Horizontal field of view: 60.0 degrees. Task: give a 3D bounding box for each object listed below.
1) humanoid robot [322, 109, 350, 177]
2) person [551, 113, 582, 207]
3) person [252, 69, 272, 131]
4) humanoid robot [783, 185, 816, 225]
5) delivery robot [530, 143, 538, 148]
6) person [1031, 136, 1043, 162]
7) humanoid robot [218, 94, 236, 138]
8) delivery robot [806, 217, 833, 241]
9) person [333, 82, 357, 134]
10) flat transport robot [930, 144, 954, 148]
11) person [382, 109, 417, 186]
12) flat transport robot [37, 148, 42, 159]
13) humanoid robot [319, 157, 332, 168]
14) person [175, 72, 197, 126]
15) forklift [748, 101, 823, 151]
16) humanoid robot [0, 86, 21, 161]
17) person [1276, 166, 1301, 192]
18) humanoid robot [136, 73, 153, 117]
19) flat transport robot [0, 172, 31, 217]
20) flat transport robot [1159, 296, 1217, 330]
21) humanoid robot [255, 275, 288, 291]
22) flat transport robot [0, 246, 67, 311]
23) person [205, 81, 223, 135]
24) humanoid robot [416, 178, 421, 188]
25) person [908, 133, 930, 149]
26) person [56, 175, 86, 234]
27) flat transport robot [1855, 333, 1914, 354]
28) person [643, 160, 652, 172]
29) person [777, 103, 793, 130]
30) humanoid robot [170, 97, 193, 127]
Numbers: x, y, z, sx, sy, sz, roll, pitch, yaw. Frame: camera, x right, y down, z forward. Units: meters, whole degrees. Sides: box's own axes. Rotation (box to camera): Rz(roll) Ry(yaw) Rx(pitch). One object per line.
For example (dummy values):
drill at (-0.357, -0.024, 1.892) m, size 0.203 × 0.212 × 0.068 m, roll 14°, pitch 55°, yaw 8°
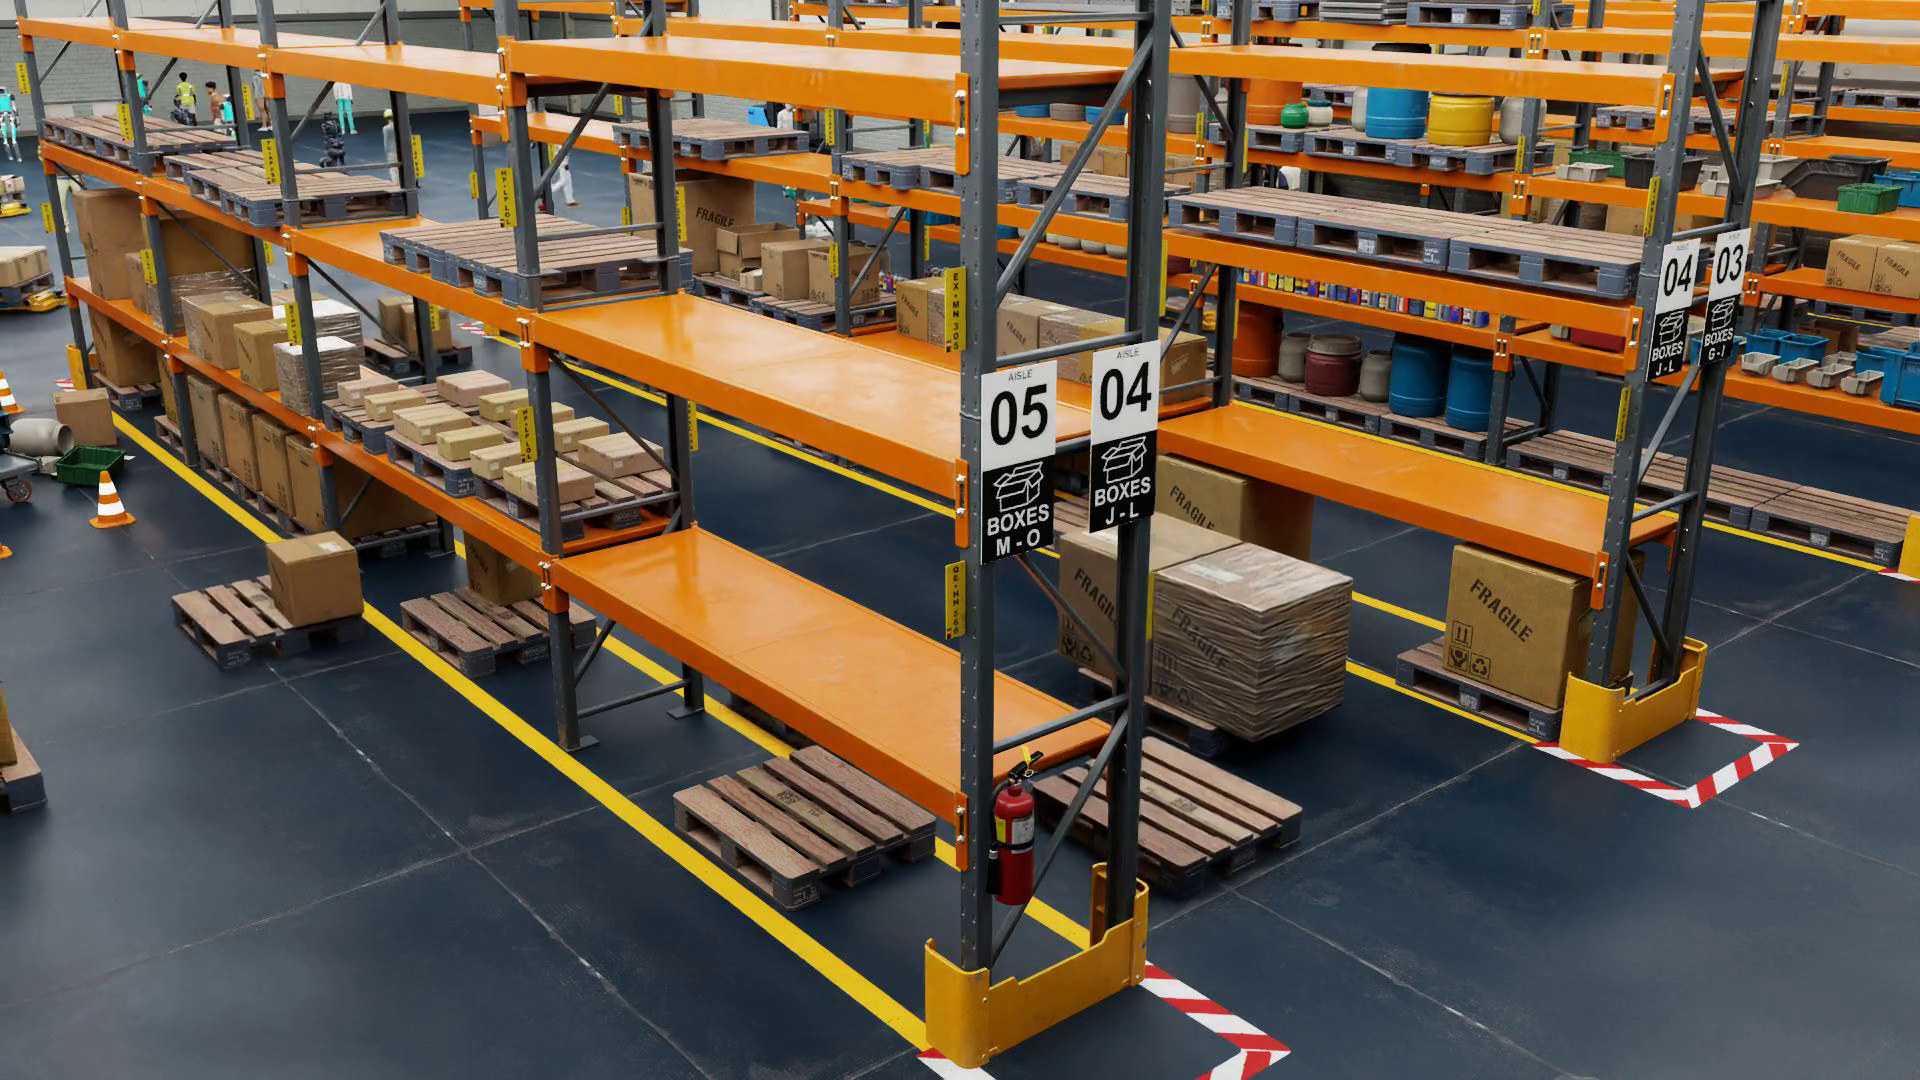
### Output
humanoid robot at (-13.419, -8.443, 35.851) m, size 0.450 × 1.648 × 0.618 m, roll 6°, pitch 20°, yaw 17°
person at (-7.920, -7.484, 32.834) m, size 0.706 × 1.859 × 0.584 m, roll -10°, pitch 22°, yaw -25°
person at (-19.949, -12.658, 47.541) m, size 0.398 × 1.874 × 0.500 m, roll 9°, pitch 21°, yaw 24°
humanoid robot at (-2.785, -6.258, 29.623) m, size 0.885 × 1.832 × 0.551 m, roll -16°, pitch 25°, yaw -37°
delivery robot at (-10.863, -10.448, 43.268) m, size 0.499 × 0.614 × 0.815 m, roll -12°, pitch 23°, yaw -31°
person at (1.327, -6.704, 30.774) m, size 0.550 × 1.756 × 0.413 m, roll -12°, pitch 23°, yaw -31°
humanoid robot at (-16.745, -9.431, 38.568) m, size 1.018 × 1.740 × 0.557 m, roll 11°, pitch 22°, yaw 29°
delivery robot at (-2.255, -5.226, 28.404) m, size 0.810 × 0.612 × 0.499 m, roll -16°, pitch 25°, yaw -38°
person at (-17.291, -12.369, 46.655) m, size 0.488 × 1.917 × 0.372 m, roll -1°, pitch 19°, yaw -3°
flat transport robot at (-0.588, -7.580, 35.508) m, size 0.659 × 0.231 × 1.431 m, roll -8°, pitch 21°, yaw -22°
person at (-11.805, -8.150, 34.912) m, size 0.617 × 1.742 × 0.526 m, roll 10°, pitch 21°, yaw 25°
flat transport robot at (-22.526, -9.619, 41.311) m, size 0.659 × 0.231 × 1.431 m, roll -10°, pitch 21°, yaw -25°
humanoid robot at (-10.299, -5.505, 27.509) m, size 0.608 × 1.641 × 0.613 m, roll 9°, pitch 21°, yaw 24°
person at (-21.694, -12.255, 46.668) m, size 0.533 × 1.691 × 0.318 m, roll -12°, pitch 23°, yaw -31°
forklift at (-4.526, -11.368, 42.374) m, size 1.129 × 2.768 × 1.873 m, roll -15°, pitch 24°, yaw -37°
humanoid robot at (-23.120, -10.051, 40.354) m, size 0.537 × 1.822 × 0.680 m, roll -8°, pitch 21°, yaw -23°
person at (5.336, -5.484, 27.158) m, size 0.387 × 1.849 × 0.566 m, roll 14°, pitch 24°, yaw 35°
humanoid robot at (-22.536, -12.048, 46.009) m, size 0.556 × 1.722 × 1.021 m, roll 2°, pitch 19°, yaw 4°
flat transport robot at (-18.840, -6.401, 32.153) m, size 1.431 × 0.231 × 0.659 m, roll 3°, pitch 20°, yaw 9°
flat transport robot at (3.156, -3.112, 22.792) m, size 0.659 × 0.231 × 1.431 m, roll -13°, pitch 23°, yaw -33°
humanoid robot at (-8.793, -3.229, 20.927) m, size 1.017 × 1.737 × 0.535 m, roll -3°, pitch 20°, yaw -7°
flat transport robot at (-13.546, -3.382, 23.561) m, size 1.431 × 0.231 × 0.659 m, roll -1°, pitch 19°, yaw -4°
person at (-18.527, -10.569, 41.695) m, size 0.772 × 1.829 × 0.839 m, roll -12°, pitch 22°, yaw -30°
humanoid robot at (-11.835, -8.359, 35.608) m, size 0.428 × 1.633 × 0.600 m, roll 1°, pitch 19°, yaw 2°
person at (-0.817, -7.502, 33.062) m, size 0.481 × 1.743 × 0.340 m, roll -4°, pitch 20°, yaw -11°
person at (-16.064, -6.480, 29.934) m, size 0.532 × 1.893 × 0.403 m, roll -12°, pitch 23°, yaw -30°
flat transport robot at (11.488, -2.315, 20.524) m, size 0.659 × 0.231 × 1.431 m, roll -15°, pitch 24°, yaw -36°
person at (-5.187, -5.938, 28.304) m, size 0.371 × 1.955 × 0.603 m, roll 0°, pitch 19°, yaw -1°
person at (-3.732, -8.794, 36.515) m, size 0.581 × 1.893 × 0.371 m, roll -7°, pitch 20°, yaw -18°
humanoid robot at (-18.211, -9.514, 38.900) m, size 0.559 × 1.637 × 0.616 m, roll 10°, pitch 22°, yaw 26°
